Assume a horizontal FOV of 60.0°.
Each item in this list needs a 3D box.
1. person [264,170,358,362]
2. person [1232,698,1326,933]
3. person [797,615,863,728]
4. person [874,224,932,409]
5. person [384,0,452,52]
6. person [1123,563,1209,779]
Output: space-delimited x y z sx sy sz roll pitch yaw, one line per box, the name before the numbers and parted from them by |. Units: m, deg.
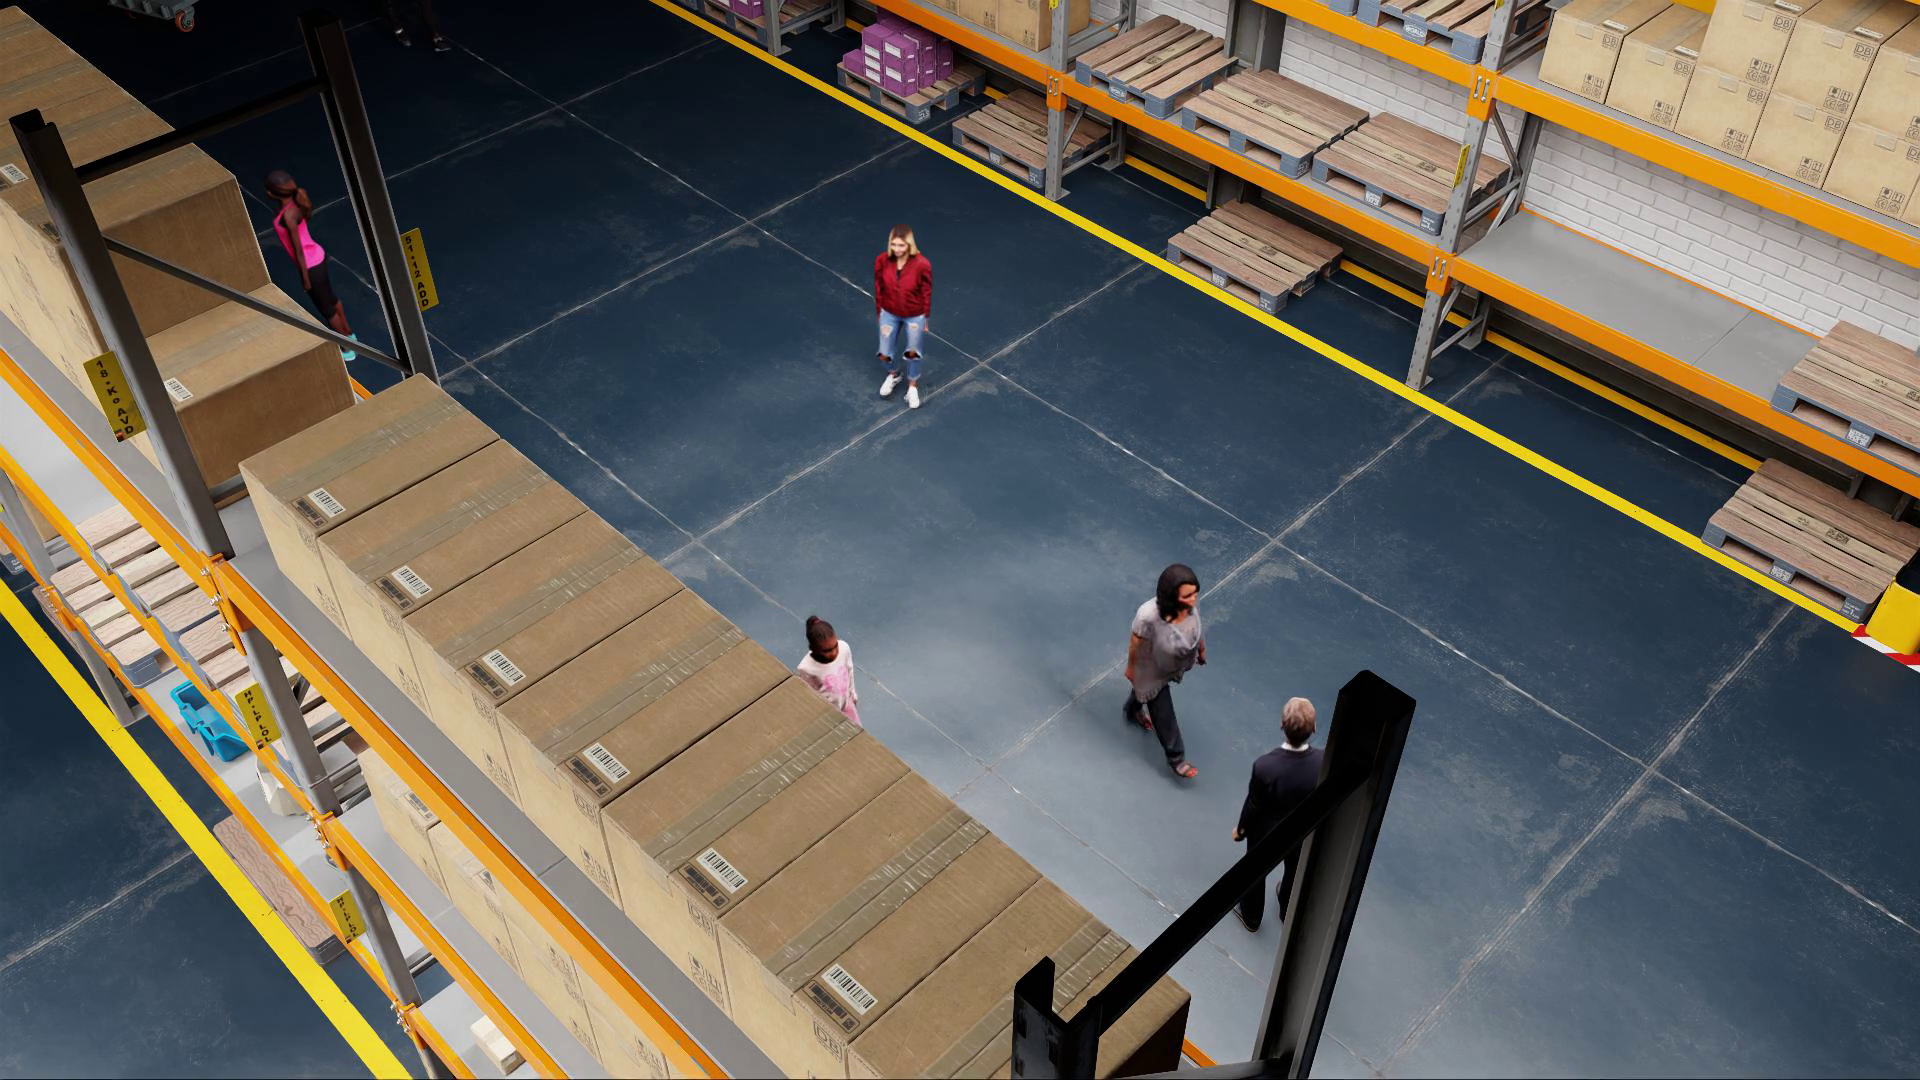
person | -5.160 -2.190 13.257 0.708 1.719 0.627 -8 44 -9
person | 1.794 1.556 9.256 0.778 1.813 0.806 -6 44 -6
person | -0.843 0.954 10.157 0.595 1.442 0.586 -29 51 -27
person | -0.432 -1.754 12.862 0.707 1.631 0.781 7 44 7
person | -5.869 -5.931 17.125 0.762 1.799 1.105 -28 50 -26
person | 1.202 0.694 10.338 0.680 1.569 1.004 -31 51 -28
